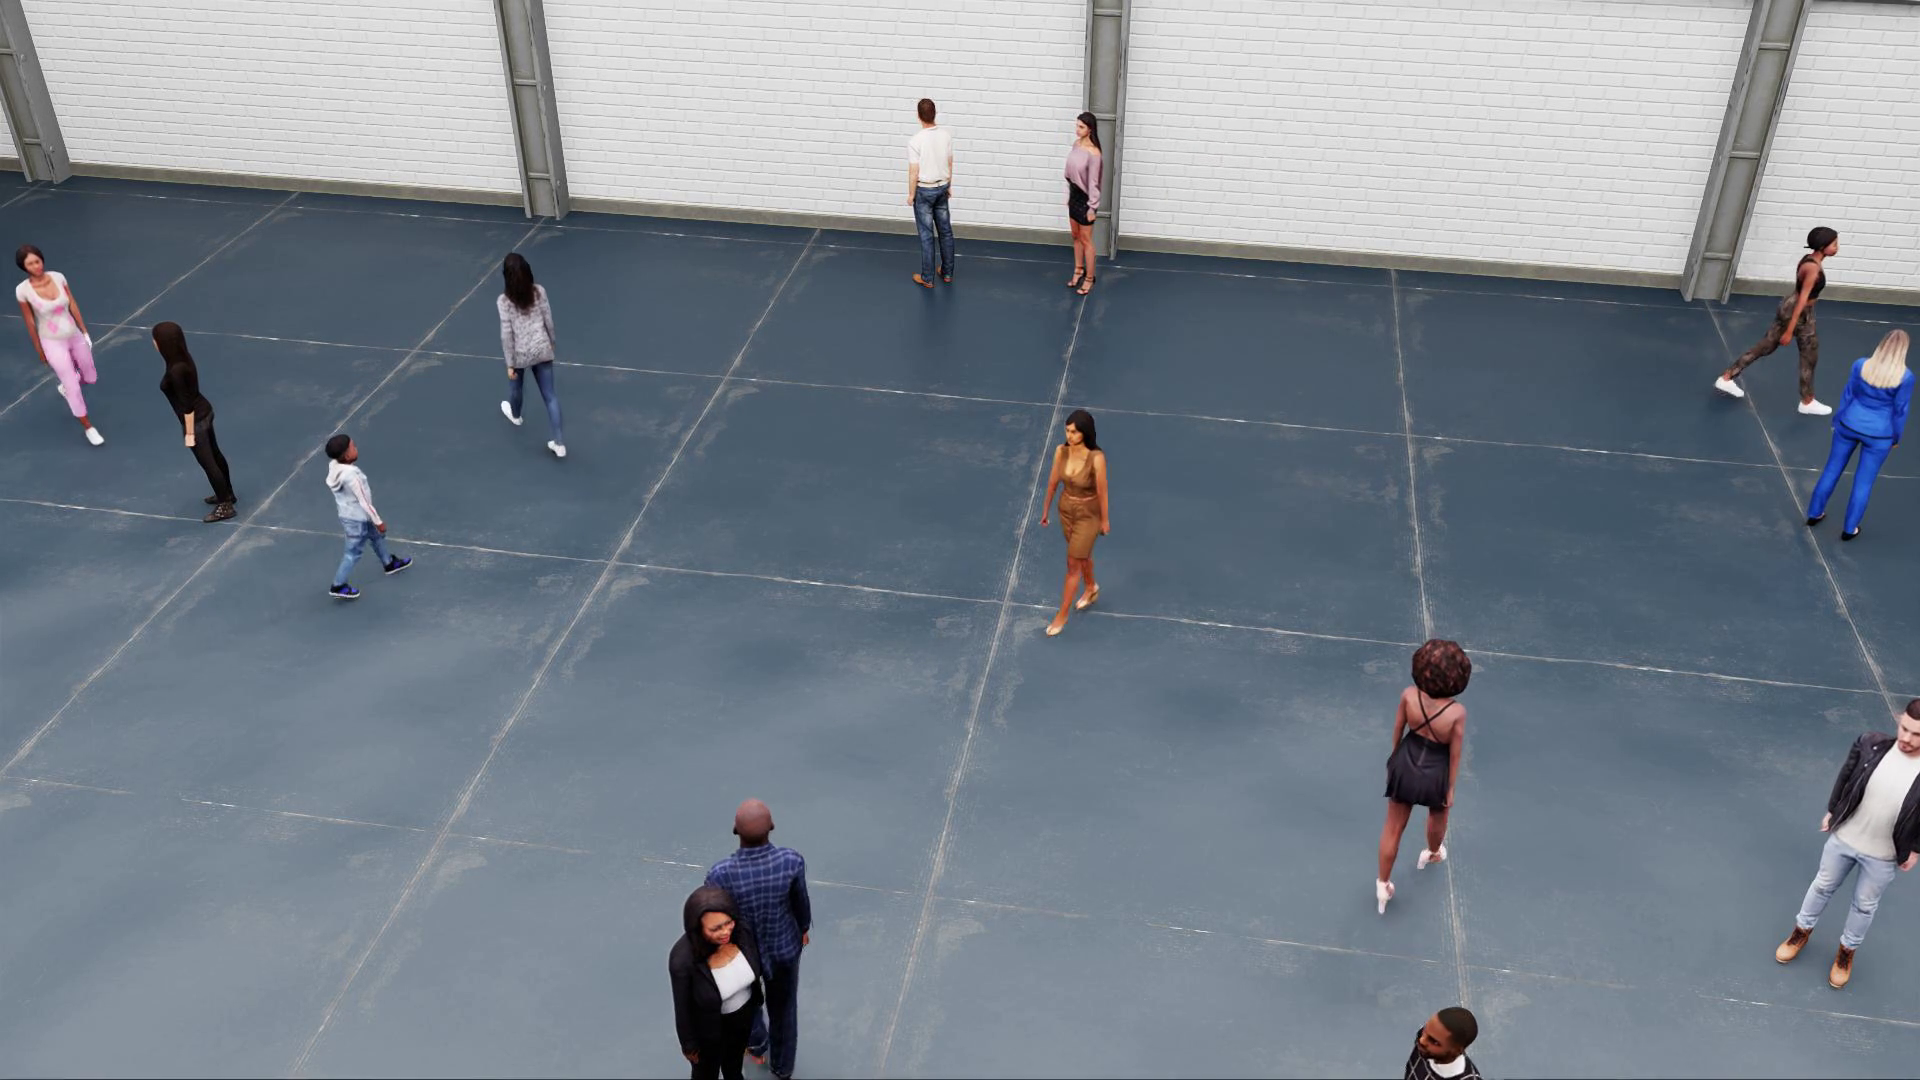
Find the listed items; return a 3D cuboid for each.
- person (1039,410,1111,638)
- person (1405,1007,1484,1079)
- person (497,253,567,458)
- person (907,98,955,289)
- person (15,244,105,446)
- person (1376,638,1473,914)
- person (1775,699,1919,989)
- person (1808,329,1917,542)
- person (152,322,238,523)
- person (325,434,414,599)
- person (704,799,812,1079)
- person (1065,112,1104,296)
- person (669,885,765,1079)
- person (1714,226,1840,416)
[{"bbox_3d":[0.887,-0.184,11.543,0.939,1.662,0.933,27,42,34],"label":"person"},{"bbox_3d":[2.096,2.631,7.175,0.877,1.809,0.841,-9,35,-14],"label":"person"},{"bbox_3d":[-3.434,-1.452,13.429,1.134,1.685,1.206,-22,40,-30],"label":"person"},{"bbox_3d":[-0.271,-3.368,16.164,0.729,1.849,0.802,-19,38,-26],"label":"person"},{"bbox_3d":[-7.403,-1.628,13.660,1.011,1.723,0.839,23,40,31],"label":"person"},{"bbox_3d":[2.491,1.363,9.124,0.917,1.764,0.860,20,39,28],"label":"person"},{"bbox_3d":[4.796,1.563,8.758,0.690,1.836,0.801,27,42,34],"label":"person"},{"bbox_3d":[6.751,-0.794,12.428,0.772,1.698,0.683,-27,42,-34],"label":"person"},{"bbox_3d":[-5.807,-0.917,12.664,0.626,1.642,0.645,-7,34,-10],"label":"person"},{"bbox_3d":[-4.370,-0.155,11.881,0.899,1.239,0.850,-22,40,-30],"label":"person"},{"bbox_3d":[-0.945,2.031,8.082,0.788,1.804,0.875,-10,35,-15],"label":"person"},{"bbox_3d":[1.199,-3.242,16.009,0.723,1.810,0.698,-15,37,-22],"label":"person"},{"bbox_3d":[-1.157,2.248,7.926,0.774,1.616,0.761,22,40,30],"label":"person"},{"bbox_3d":[6.963,-1.862,14.073,1.221,1.655,0.759,12,35,17],"label":"person"}]
